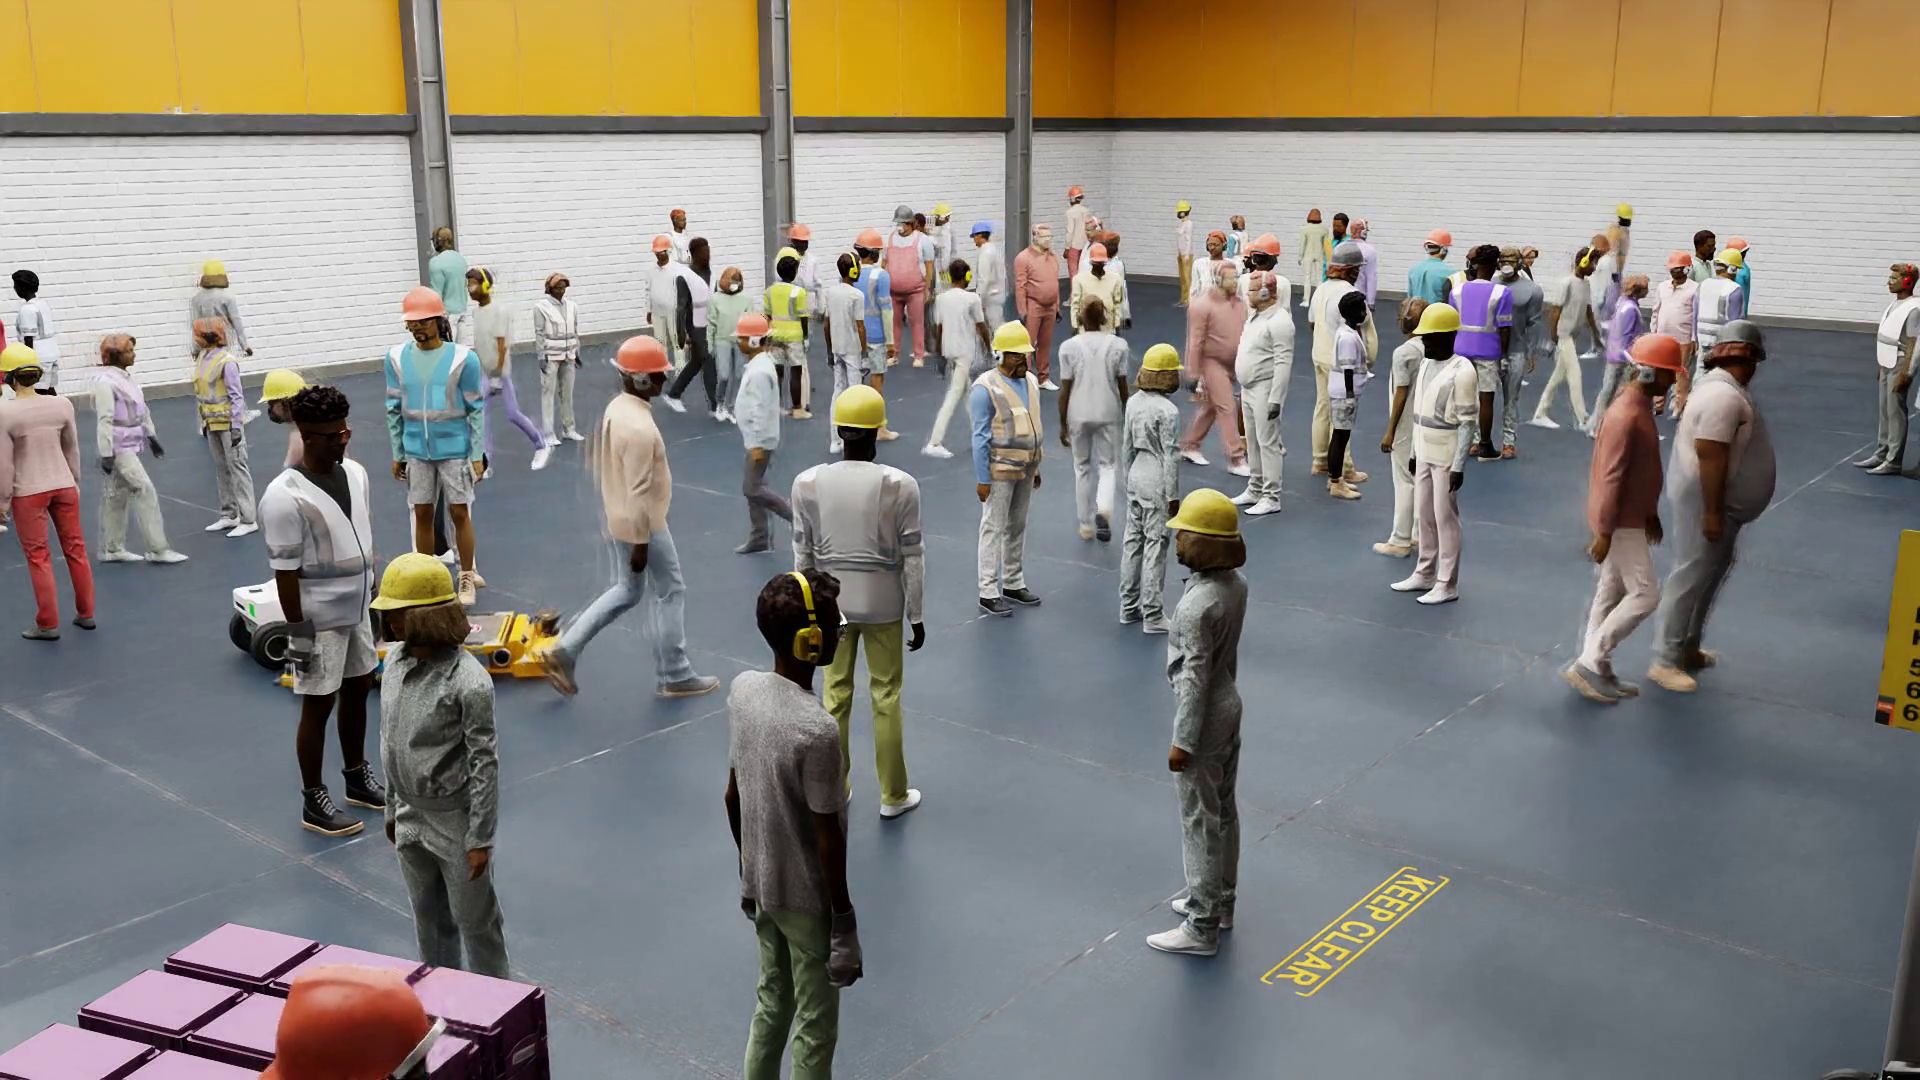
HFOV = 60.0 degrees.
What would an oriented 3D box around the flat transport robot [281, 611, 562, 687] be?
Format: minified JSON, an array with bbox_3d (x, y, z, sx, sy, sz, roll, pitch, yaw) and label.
[{"bbox_3d":[-2.997,0.603,9.352,1.431,0.197,0.652,-2,14,-9],"label":"flat transport robot"}]

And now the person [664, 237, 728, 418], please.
[{"bbox_3d":[-2.765,-2.234,17.424,0.945,1.887,0.592,6,15,23],"label":"person"}]

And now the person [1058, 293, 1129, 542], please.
[{"bbox_3d":[0.969,-0.855,12.017,0.531,1.830,0.588,0,14,1],"label":"person"}]

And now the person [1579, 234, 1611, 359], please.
[{"bbox_3d":[8.261,-3.170,21.674,0.355,1.619,0.528,-2,14,-6],"label":"person"}]

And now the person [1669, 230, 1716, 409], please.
[{"bbox_3d":[7.845,-2.347,17.800,0.391,1.920,0.593,12,18,39],"label":"person"}]

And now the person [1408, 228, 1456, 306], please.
[{"bbox_3d":[4.810,-2.169,16.959,0.403,1.986,0.614,-8,16,-30],"label":"person"}]

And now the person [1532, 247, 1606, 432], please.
[{"bbox_3d":[6.178,-1.993,16.603,0.846,1.815,0.550,11,18,37],"label":"person"}]

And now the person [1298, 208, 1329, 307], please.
[{"bbox_3d":[5.922,-4.731,27.906,0.507,1.632,0.267,-2,14,-7],"label":"person"}]

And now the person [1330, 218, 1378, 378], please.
[{"bbox_3d":[4.768,-2.912,20.084,0.399,1.909,0.642,-11,18,-38],"label":"person"}]

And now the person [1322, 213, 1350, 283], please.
[{"bbox_3d":[4.898,-3.242,21.408,0.389,1.910,0.591,-9,17,-33],"label":"person"}]

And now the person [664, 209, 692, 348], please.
[{"bbox_3d":[-3.835,-3.577,22.791,0.356,1.883,0.573,5,15,20],"label":"person"}]

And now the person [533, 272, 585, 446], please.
[{"bbox_3d":[-3.843,-1.737,15.930,0.309,1.640,0.513,10,17,34],"label":"person"}]

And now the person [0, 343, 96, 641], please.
[{"bbox_3d":[-5.455,-0.281,9.852,0.324,1.769,0.523,8,16,30],"label":"person"}]

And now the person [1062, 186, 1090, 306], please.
[{"bbox_3d":[1.946,-4.940,28.007,0.389,1.992,0.623,11,18,38],"label":"person"}]

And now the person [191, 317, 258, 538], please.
[{"bbox_3d":[-5.471,-0.838,12.341,0.522,1.636,0.311,12,18,39],"label":"person"}]

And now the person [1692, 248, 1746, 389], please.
[{"bbox_3d":[7.510,-1.962,16.456,0.403,1.823,0.588,-5,15,-19],"label":"person"}]

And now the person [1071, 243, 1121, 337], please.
[{"bbox_3d":[1.497,-2.367,18.220,0.573,1.746,0.345,-2,14,-8],"label":"person"}]

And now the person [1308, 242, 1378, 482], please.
[{"bbox_3d":[3.310,-1.531,14.290,0.535,2.000,0.673,-4,15,-15],"label":"person"}]

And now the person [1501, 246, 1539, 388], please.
[{"bbox_3d":[6.518,-2.593,19.354,0.311,1.637,0.523,10,17,34],"label":"person"}]

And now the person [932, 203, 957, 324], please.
[{"bbox_3d":[-0.249,-4.225,25.477,0.404,1.833,0.591,1,14,3],"label":"person"}]

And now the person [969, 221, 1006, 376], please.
[{"bbox_3d":[0.366,-2.850,19.901,0.805,1.896,0.641,2,14,8],"label":"person"}]

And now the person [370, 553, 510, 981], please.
[{"bbox_3d":[-1.649,0.886,5.236,0.484,1.745,0.297,9,17,33],"label":"person"}]

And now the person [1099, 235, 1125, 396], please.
[{"bbox_3d":[1.675,-2.542,18.729,0.334,1.845,0.513,-3,14,-11],"label":"person"}]

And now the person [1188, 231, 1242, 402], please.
[{"bbox_3d":[2.778,-2.435,18.226,0.574,1.882,0.356,6,15,23],"label":"person"}]

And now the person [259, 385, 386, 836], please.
[{"bbox_3d":[-2.704,0.299,7.161,0.370,1.958,0.599,4,15,15],"label":"person"}]

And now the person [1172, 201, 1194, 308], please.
[{"bbox_3d":[3.728,-4.764,27.782,0.341,1.760,0.525,-3,14,-11],"label":"person"}]

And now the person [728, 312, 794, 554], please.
[{"bbox_3d":[-1.361,-0.736,11.710,0.496,1.741,0.573,-3,14,-10],"label":"person"}]

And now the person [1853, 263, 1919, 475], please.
[{"bbox_3d":[8.166,-1.482,14.488,0.388,1.847,0.563,3,14,12],"label":"person"}]

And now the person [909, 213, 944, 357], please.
[{"bbox_3d":[-0.434,-3.356,21.893,0.516,1.892,0.631,-7,16,-27],"label":"person"}]

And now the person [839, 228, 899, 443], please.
[{"bbox_3d":[-0.867,-1.962,16.005,0.605,2.045,0.381,11,18,36],"label":"person"}]

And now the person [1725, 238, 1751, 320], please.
[{"bbox_3d":[8.870,-2.593,19.133,0.337,1.743,0.560,7,16,26],"label":"person"}]

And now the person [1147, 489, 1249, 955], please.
[{"bbox_3d":[0.881,0.664,6.120,0.293,1.744,0.492,7,16,25],"label":"person"}]

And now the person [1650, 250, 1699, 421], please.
[{"bbox_3d":[7.368,-2.109,17.181,0.336,1.749,0.575,-9,17,-31],"label":"person"}]

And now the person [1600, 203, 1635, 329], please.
[{"bbox_3d":[9.805,-4.089,24.840,0.495,1.877,0.623,10,17,36],"label":"person"}]

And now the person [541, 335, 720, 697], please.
[{"bbox_3d":[-1.753,-0.093,8.705,0.843,1.965,0.610,-7,16,-27],"label":"person"}]

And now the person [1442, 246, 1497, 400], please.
[{"bbox_3d":[5.104,-2.005,16.588,0.637,1.842,0.429,0,14,1],"label":"person"}]

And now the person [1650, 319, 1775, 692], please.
[{"bbox_3d":[4.130,-0.221,9.058,0.533,2.000,0.768,6,15,23],"label":"person"}]

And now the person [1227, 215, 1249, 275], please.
[{"bbox_3d":[4.327,-4.232,25.929,0.316,1.630,0.508,11,18,38],"label":"person"}]
